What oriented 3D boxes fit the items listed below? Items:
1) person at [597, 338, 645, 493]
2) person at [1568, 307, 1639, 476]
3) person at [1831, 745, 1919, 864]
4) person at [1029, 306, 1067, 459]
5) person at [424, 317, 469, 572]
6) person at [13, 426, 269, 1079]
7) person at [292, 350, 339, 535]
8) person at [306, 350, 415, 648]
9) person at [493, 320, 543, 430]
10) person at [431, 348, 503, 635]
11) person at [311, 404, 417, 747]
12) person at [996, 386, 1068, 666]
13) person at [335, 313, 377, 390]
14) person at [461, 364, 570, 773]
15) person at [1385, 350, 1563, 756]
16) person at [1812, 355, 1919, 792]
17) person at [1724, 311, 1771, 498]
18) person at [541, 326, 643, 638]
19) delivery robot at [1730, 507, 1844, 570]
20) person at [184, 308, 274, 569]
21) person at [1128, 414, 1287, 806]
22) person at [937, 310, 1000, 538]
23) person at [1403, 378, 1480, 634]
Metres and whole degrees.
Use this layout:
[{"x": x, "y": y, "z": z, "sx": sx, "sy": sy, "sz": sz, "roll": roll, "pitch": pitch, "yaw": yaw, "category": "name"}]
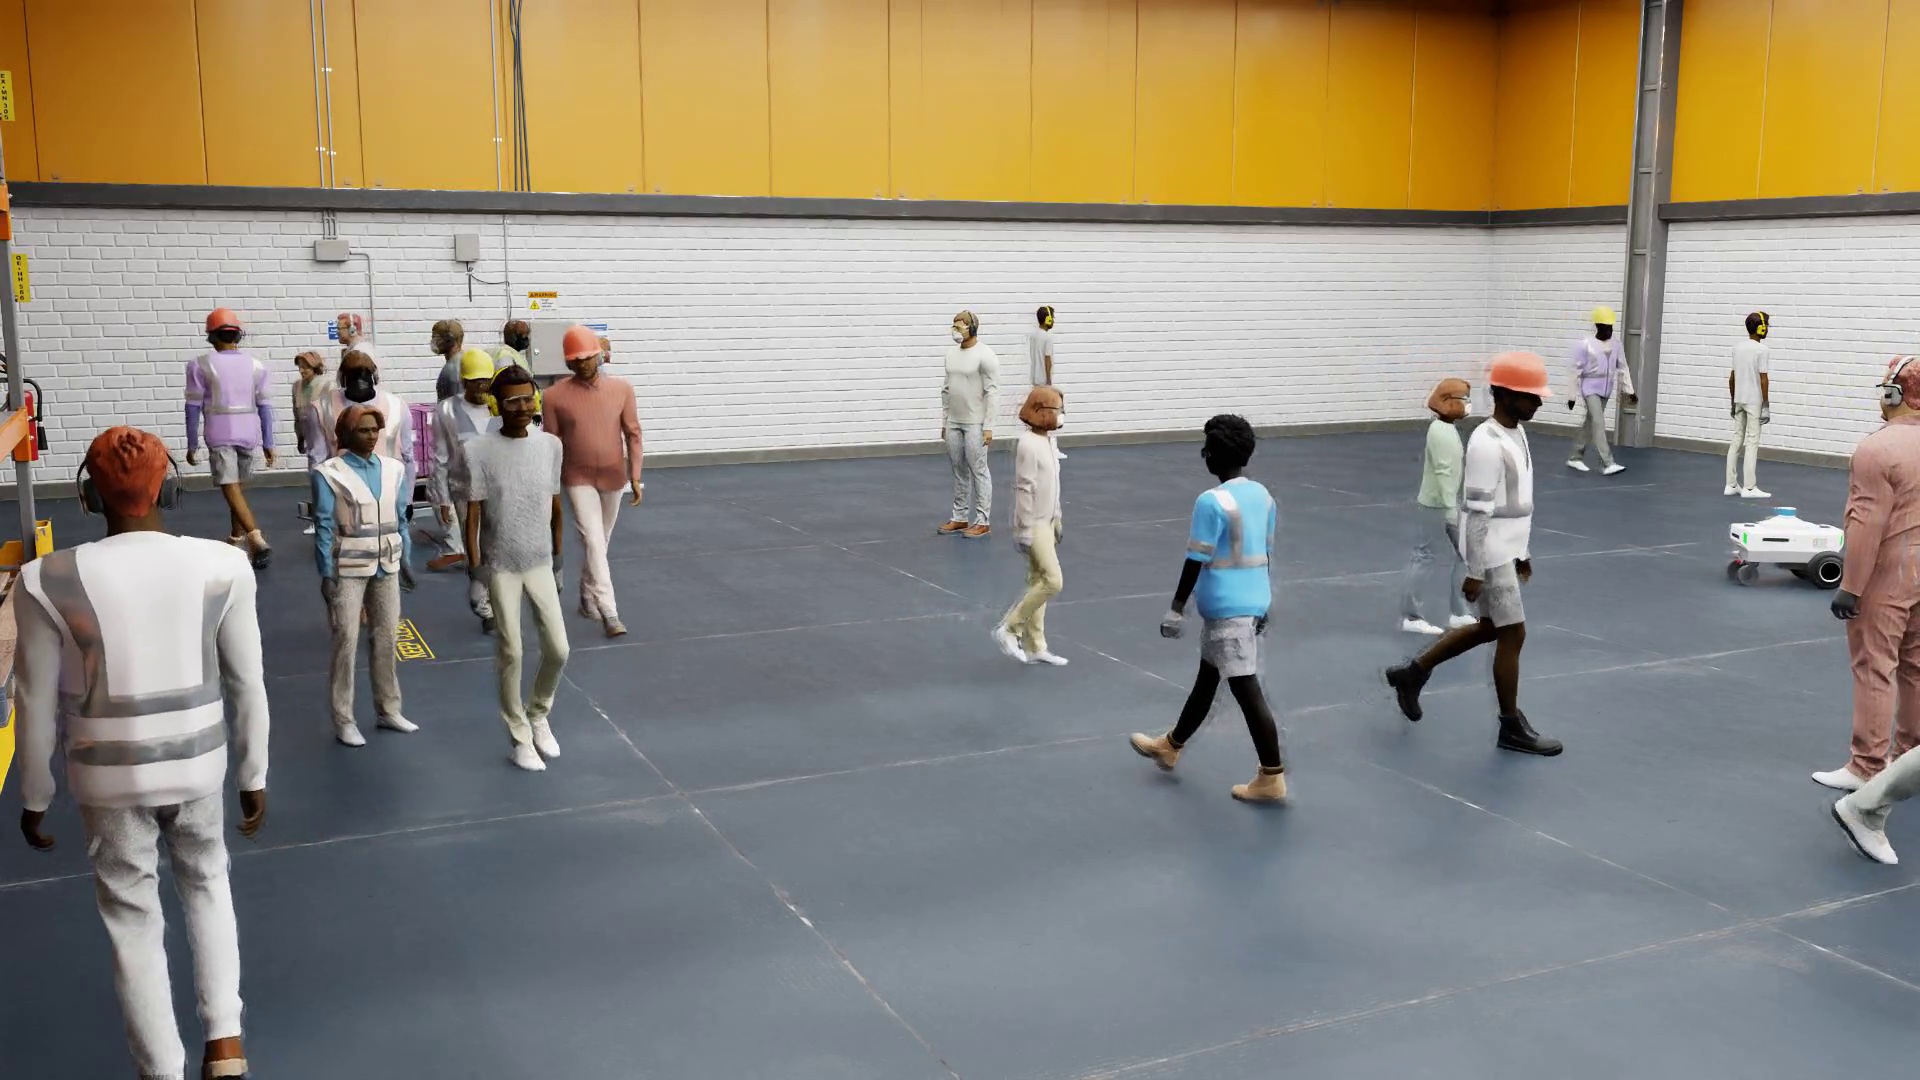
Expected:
[{"x": -3.599, "y": -1.256, "z": 16.957, "sx": 0.793, "sy": 1.595, "sz": 0.502, "roll": -5, "pitch": 11, "yaw": -30, "category": "person"}, {"x": 7.168, "y": -1.662, "z": 18.640, "sx": 0.595, "sy": 1.868, "sz": 1.020, "roll": -4, "pitch": 10, "yaw": -23, "category": "person"}, {"x": 3.767, "y": 0.352, "z": 6.074, "sx": 0.586, "sy": 1.894, "sz": 0.928, "roll": -7, "pitch": 12, "yaw": -38, "category": "person"}, {"x": 1.065, "y": -1.883, "z": 20.025, "sx": 0.629, "sy": 1.851, "sz": 0.528, "roll": -5, "pitch": 10, "yaw": -28, "category": "person"}, {"x": -3.849, "y": -0.714, "z": 12.576, "sx": 0.632, "sy": 1.916, "sz": 0.640, "roll": -1, "pitch": 9, "yaw": -5, "category": "person"}, {"x": -2.169, "y": 0.629, "z": 4.415, "sx": 0.582, "sy": 1.873, "sz": 0.463, "roll": -7, "pitch": 12, "yaw": -39, "category": "person"}, {"x": -5.545, "y": -0.880, "z": 14.614, "sx": 0.529, "sy": 1.600, "sz": 0.743, "roll": 4, "pitch": 10, "yaw": 24, "category": "person"}, {"x": -3.676, "y": -0.274, "z": 10.252, "sx": 0.617, "sy": 1.805, "sz": 0.939, "roll": -3, "pitch": 10, "yaw": -18, "category": "person"}, {"x": -4.134, "y": -1.169, "z": 15.756, "sx": 0.700, "sy": 1.814, "sz": 0.642, "roll": -2, "pitch": 9, "yaw": -14, "category": "person"}, {"x": -2.999, "y": -0.313, "z": 10.489, "sx": 0.604, "sy": 1.803, "sz": 0.584, "roll": -3, "pitch": 10, "yaw": -19, "category": "person"}, {"x": -2.880, "y": 0.160, "z": 8.043, "sx": 0.309, "sy": 1.637, "sz": 0.519, "roll": 6, "pitch": 11, "yaw": 34, "category": "person"}, {"x": 0.470, "y": -0.069, "z": 9.482, "sx": 0.355, "sy": 1.619, "sz": 0.528, "roll": 3, "pitch": 10, "yaw": 19, "category": "person"}, {"x": -5.629, "y": -1.200, "z": 15.706, "sx": 0.661, "sy": 1.889, "sz": 0.657, "roll": -3, "pitch": 10, "yaw": -19, "category": "person"}, {"x": -1.990, "y": 0.139, "z": 7.491, "sx": 0.529, "sy": 1.855, "sz": 0.397, "roll": -6, "pitch": 11, "yaw": -34, "category": "person"}, {"x": 2.453, "y": 0.052, "z": 7.895, "sx": 0.821, "sy": 1.908, "sz": 0.586, "roll": 5, "pitch": 10, "yaw": 29, "category": "person"}, {"x": 4.046, "y": 0.157, "z": 7.225, "sx": 0.651, "sy": 1.907, "sz": 0.409, "roll": -4, "pitch": 10, "yaw": -23, "category": "person"}, {"x": 7.970, "y": -1.361, "z": 16.757, "sx": 0.326, "sy": 1.871, "sz": 0.520, "roll": -3, "pitch": 10, "yaw": -17, "category": "person"}, {"x": -2.330, "y": -0.387, "z": 10.551, "sx": 0.599, "sy": 1.930, "sz": 1.048, "roll": -5, "pitch": 10, "yaw": -28, "category": "person"}, {"x": 5.987, "y": 0.005, "z": 12.059, "sx": 0.707, "sy": 0.478, "sz": 0.477, "roll": 1, "pitch": 9, "yaw": 8, "category": "delivery robot"}, {"x": -5.565, "y": -0.779, "z": 12.787, "sx": 1.010, "sy": 2.002, "sz": 0.618, "roll": 8, "pitch": 12, "yaw": 40, "category": "person"}, {"x": 1.087, "y": 0.284, "z": 7.187, "sx": 0.860, "sy": 1.647, "sz": 0.548, "roll": 6, "pitch": 11, "yaw": 35, "category": "person"}, {"x": 0.064, "y": -0.989, "z": 14.234, "sx": 0.359, "sy": 1.938, "sz": 0.635, "roll": -8, "pitch": 12, "yaw": -42, "category": "person"}, {"x": 3.081, "y": -0.197, "z": 10.334, "sx": 0.645, "sy": 1.610, "sz": 0.524, "roll": 4, "pitch": 10, "yaw": 24, "category": "person"}]
